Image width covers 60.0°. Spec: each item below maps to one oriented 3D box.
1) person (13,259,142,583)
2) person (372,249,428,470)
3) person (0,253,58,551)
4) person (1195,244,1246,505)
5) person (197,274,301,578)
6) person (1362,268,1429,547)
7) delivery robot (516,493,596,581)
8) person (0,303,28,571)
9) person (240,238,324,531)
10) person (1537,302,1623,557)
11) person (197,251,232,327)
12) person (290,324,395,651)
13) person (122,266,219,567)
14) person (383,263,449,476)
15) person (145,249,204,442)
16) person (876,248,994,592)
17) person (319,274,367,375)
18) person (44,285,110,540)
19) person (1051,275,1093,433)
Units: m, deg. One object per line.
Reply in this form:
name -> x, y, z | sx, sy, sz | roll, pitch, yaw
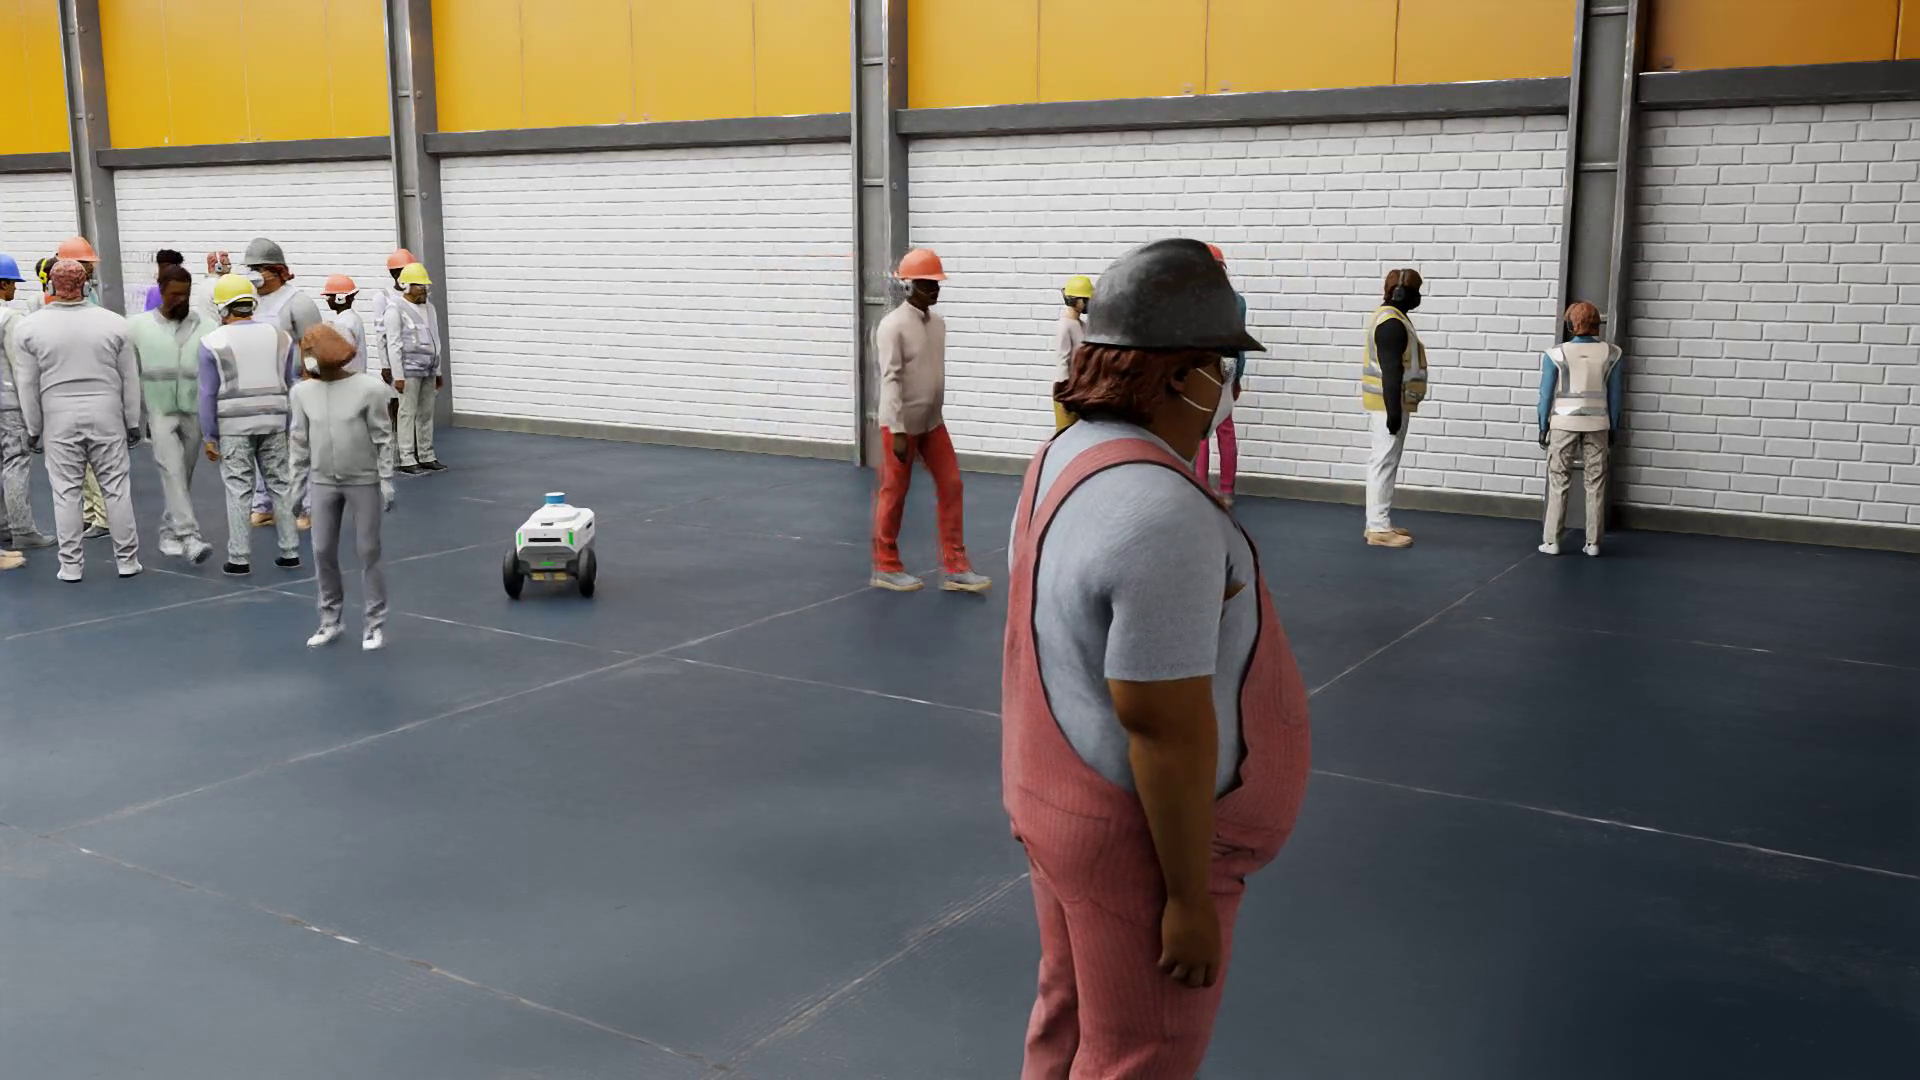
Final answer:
person -> -5.210, -0.699, 9.877 | 0.640, 1.909, 0.409 | -6, 12, -30
person -> -4.908, -1.596, 14.747 | 0.347, 1.943, 0.545 | 7, 12, 34
person -> -6.243, -0.896, 10.889 | 0.604, 1.939, 0.415 | 6, 12, 29
person -> 1.880, -1.238, 12.622 | 0.623, 1.989, 0.400 | -5, 12, -28
person -> -4.310, -0.687, 10.067 | 0.404, 1.825, 0.585 | 9, 14, 42
person -> 2.893, -0.884, 11.087 | 0.429, 1.839, 0.634 | 2, 10, 12
delivery robot -> -2.342, -0.033, 9.669 | 0.477, 0.478, 0.707 | 0, 10, -2
person -> -5.987, -0.714, 10.175 | 0.347, 1.834, 0.518 | -7, 12, -32
person -> -4.795, -1.073, 11.574 | 0.673, 2.000, 0.536 | 4, 11, 20
person -> 3.952, -0.698, 10.635 | 0.514, 1.634, 0.313 | 1, 10, 7
person -> -7.765, -2.088, 17.569 | 0.408, 1.906, 0.651 | -9, 13, -40
person -> -3.048, -0.255, 8.246 | 0.537, 1.612, 0.351 | 1, 10, 3
person -> -4.874, -0.771, 10.409 | 1.031, 1.855, 0.609 | 10, 14, 44
person -> -4.677, -1.463, 14.337 | 0.403, 1.825, 0.593 | 4, 11, 20
person -> -7.838, -1.945, 16.704 | 0.862, 1.923, 0.622 | -4, 11, -20
person -> -0.160, -0.649, 9.411 | 0.851, 1.964, 0.651 | 8, 13, 36
person -> -4.950, -1.262, 13.420 | 0.325, 1.752, 0.563 | -2, 11, -13
person -> -6.000, -0.877, 11.311 | 0.340, 1.740, 0.573 | -9, 13, -40
person -> 0.877, -1.127, 12.664 | 0.338, 1.757, 0.519 | 5, 11, 24
